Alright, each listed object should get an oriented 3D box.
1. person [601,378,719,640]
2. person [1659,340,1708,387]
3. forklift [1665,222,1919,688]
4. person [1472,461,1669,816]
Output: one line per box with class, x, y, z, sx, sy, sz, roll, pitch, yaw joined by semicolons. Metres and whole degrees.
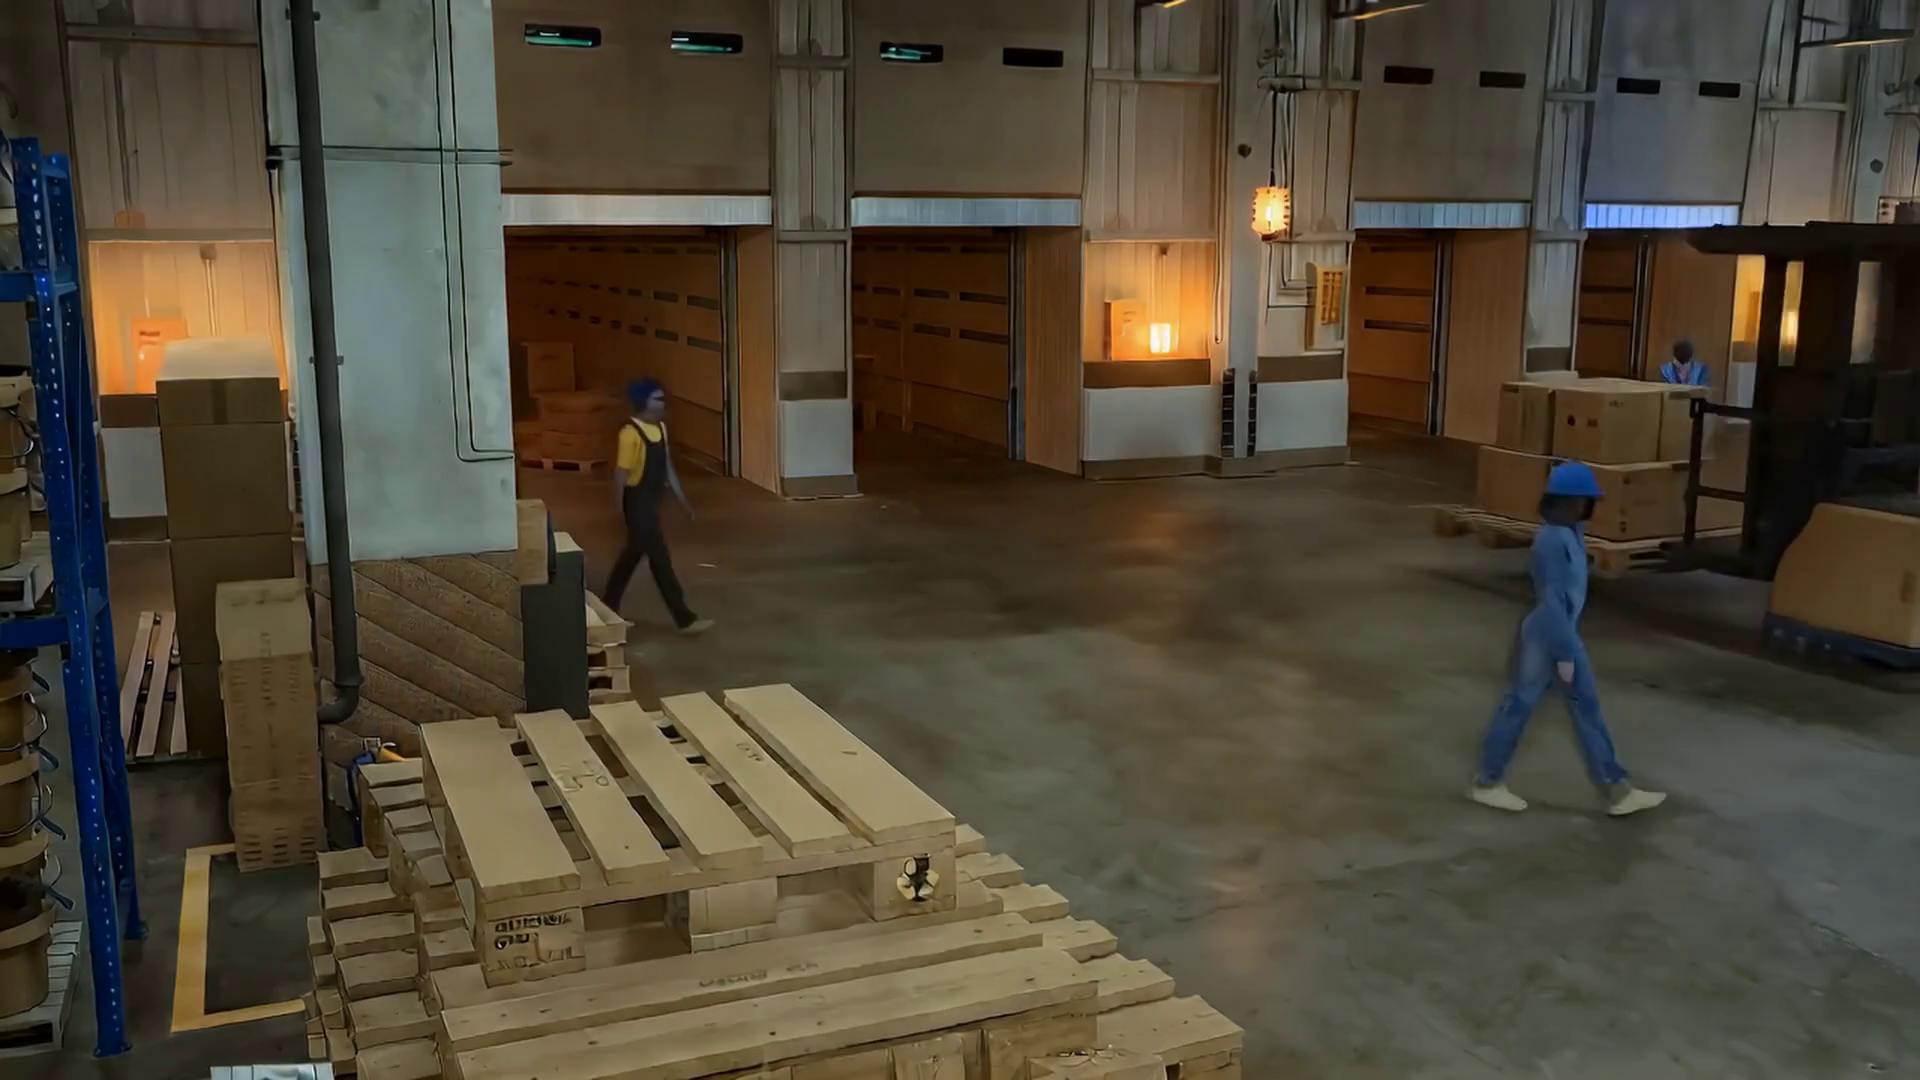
person;-2.134;-0.213;11.381;0.960;1.796;0.518;2;10;11
person;7.906;-1.369;18.213;0.539;1.614;0.605;3;11;15
forklift;5.764;-0.627;10.644;1.129;2.768;1.873;-4;11;-23
person;2.857;0.481;7.766;0.899;1.693;0.506;6;12;32
